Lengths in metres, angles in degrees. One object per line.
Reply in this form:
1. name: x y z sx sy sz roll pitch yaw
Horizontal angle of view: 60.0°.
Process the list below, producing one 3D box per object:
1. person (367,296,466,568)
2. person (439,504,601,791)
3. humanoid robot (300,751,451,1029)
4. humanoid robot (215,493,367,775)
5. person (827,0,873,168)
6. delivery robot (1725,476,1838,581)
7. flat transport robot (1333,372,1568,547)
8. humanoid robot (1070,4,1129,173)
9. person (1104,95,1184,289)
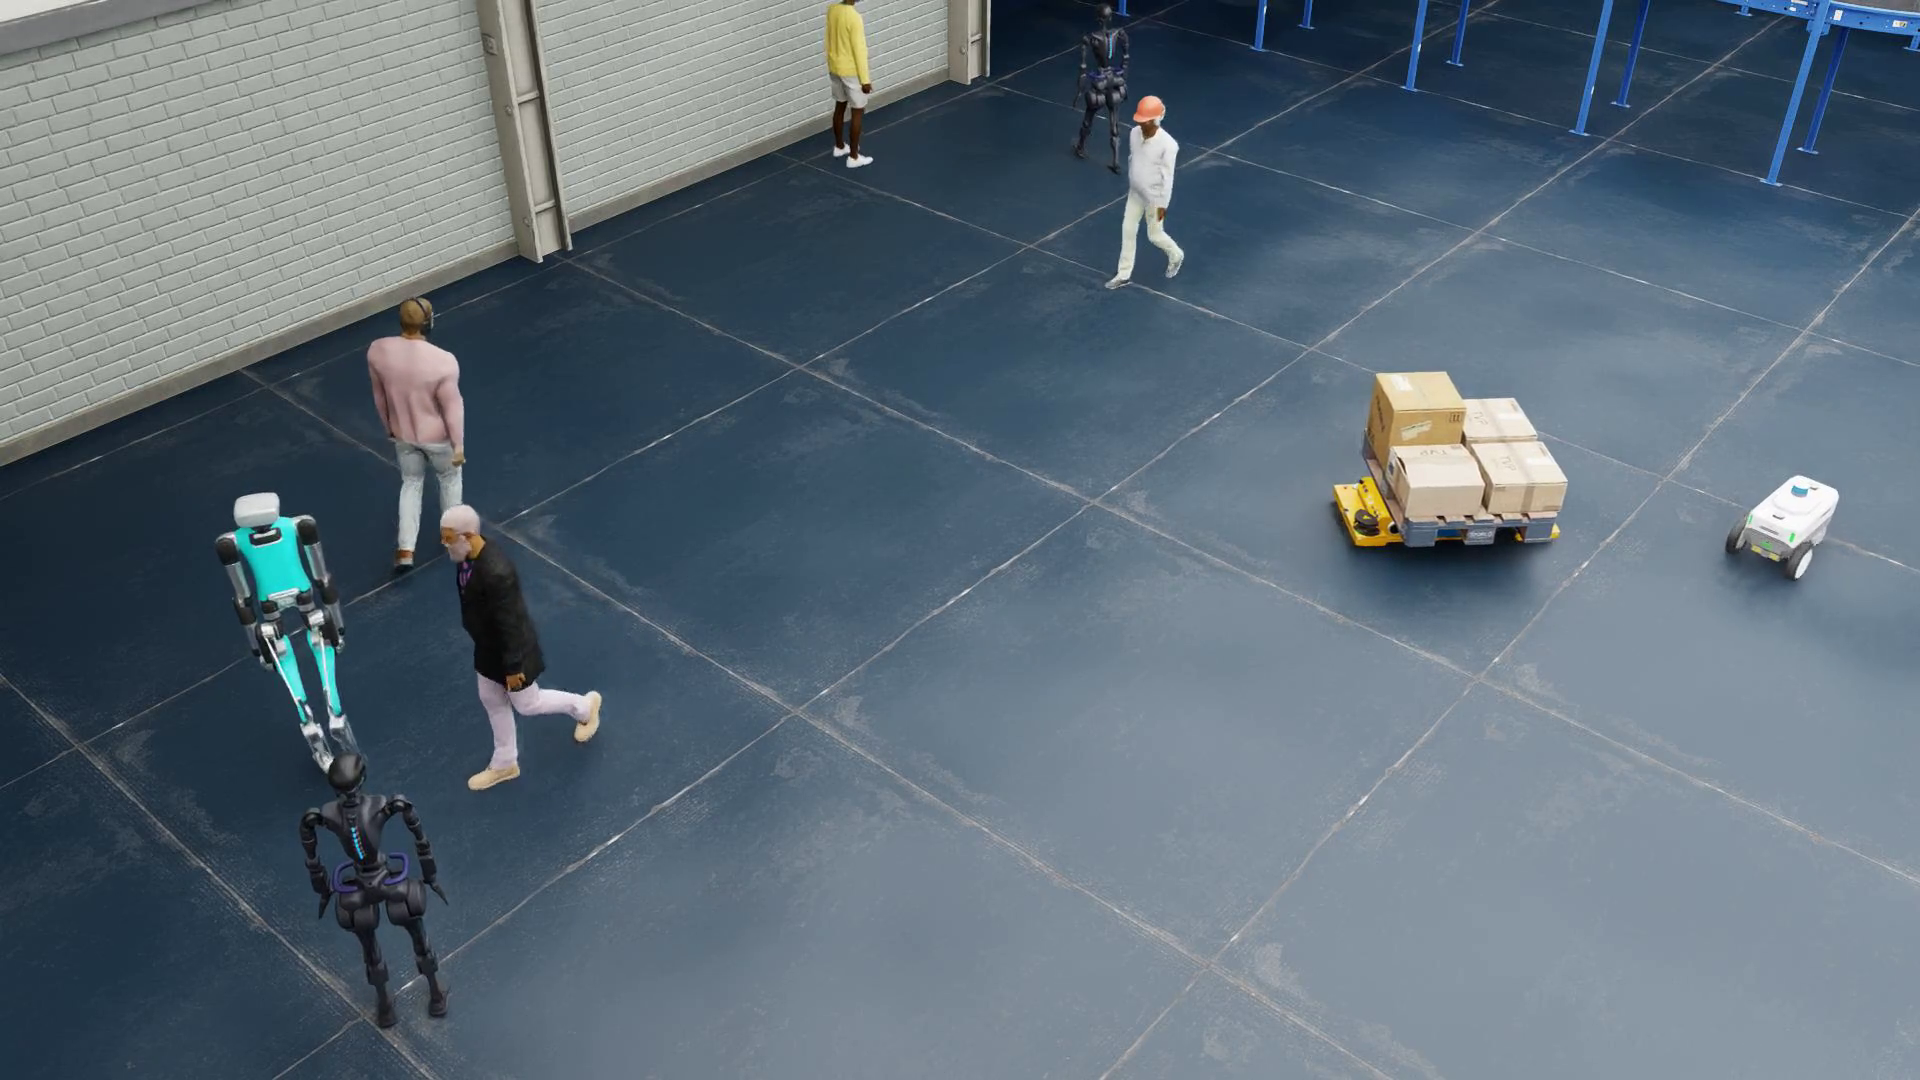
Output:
1. person: -3.547 -0.650 10.895 0.646 1.909 0.667 7 36 10
2. person: -2.480 0.556 9.274 0.803 1.824 0.566 -23 41 -29
3. humanoid robot: -2.753 1.650 7.853 0.607 1.653 0.312 -9 36 -12
4. humanoid robot: -3.660 0.648 9.235 0.547 1.799 0.770 -14 38 -19
5. person: -1.097 -4.656 16.544 0.420 1.890 0.626 -24 42 -30
6. delivery robot: 5.651 -0.137 11.326 0.765 0.585 0.499 -29 44 -34
7. flat transport robot: 3.419 -0.235 11.718 1.431 0.231 0.659 -2 36 -3
8. humanoid robot: 1.414 -4.536 16.569 0.600 1.625 0.789 -14 38 -19
9. person: 1.646 -3.013 14.362 0.729 1.727 0.571 -25 42 -30
